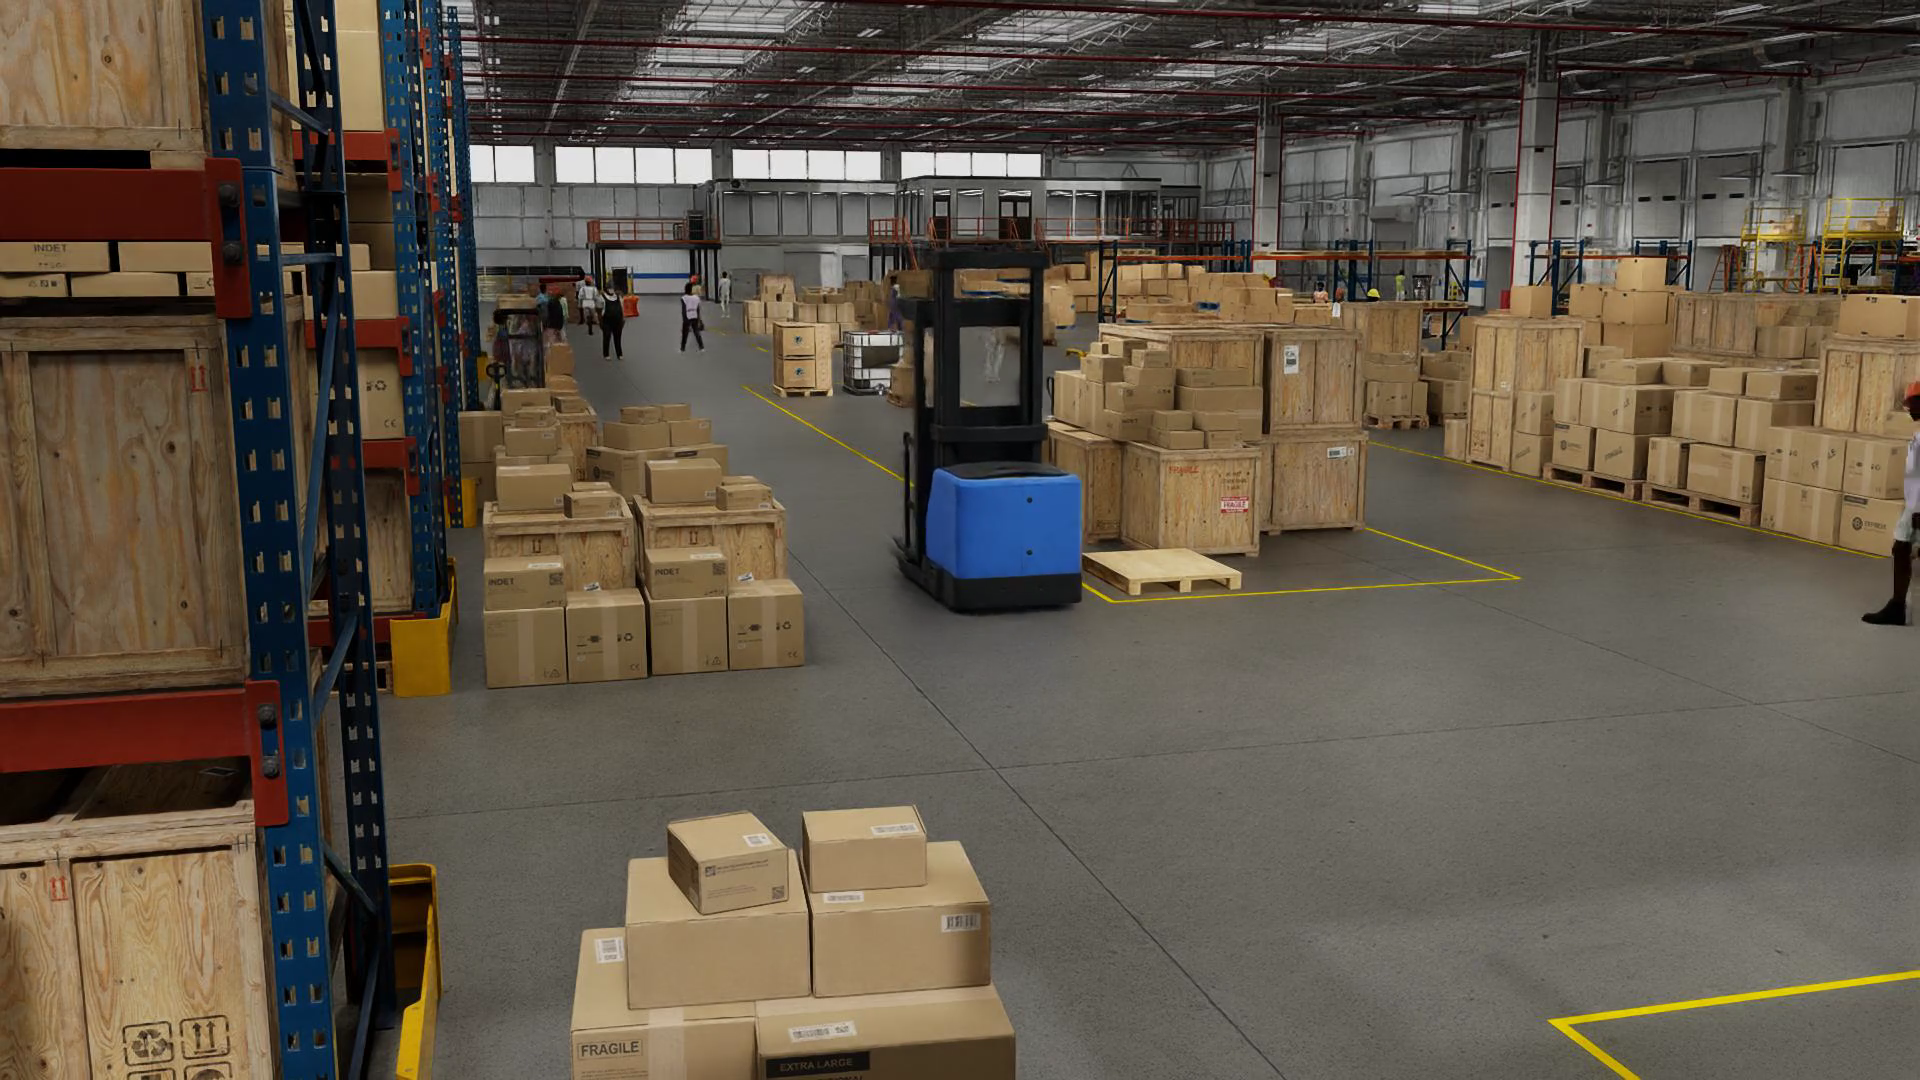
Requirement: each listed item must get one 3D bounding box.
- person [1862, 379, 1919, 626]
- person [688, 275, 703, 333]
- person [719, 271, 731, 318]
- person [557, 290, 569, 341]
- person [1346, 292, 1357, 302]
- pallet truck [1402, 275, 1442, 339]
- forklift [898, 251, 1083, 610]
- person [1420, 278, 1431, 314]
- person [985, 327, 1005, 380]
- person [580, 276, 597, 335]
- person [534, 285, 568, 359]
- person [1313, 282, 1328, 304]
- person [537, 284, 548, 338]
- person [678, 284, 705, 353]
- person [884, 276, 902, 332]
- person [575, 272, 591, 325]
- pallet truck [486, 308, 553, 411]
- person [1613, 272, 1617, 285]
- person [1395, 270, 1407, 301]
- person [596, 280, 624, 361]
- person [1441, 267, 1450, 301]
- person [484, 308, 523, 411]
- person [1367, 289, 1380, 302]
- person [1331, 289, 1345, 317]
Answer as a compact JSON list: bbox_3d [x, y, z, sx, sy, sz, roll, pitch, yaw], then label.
[{"bbox_3d":[7.344,-0.268,12.512,0.802,1.884,0.584,3,10,15],"label":"person"},{"bbox_3d":[-8.856,-7.893,55.592,0.558,1.916,0.671,4,11,21],"label":"person"},{"bbox_3d":[-9.473,-9.883,67.013,0.533,1.864,0.310,-4,11,-22],"label":"person"},{"bbox_3d":[-12.060,-6.778,50.102,0.514,1.617,0.531,3,10,17],"label":"person"},{"bbox_3d":[17.253,-10.867,73.058,0.898,1.695,0.497,-8,13,-37],"label":"person"},{"bbox_3d":[14.620,-7.324,52.145,0.823,1.965,1.885,8,13,40],"label":"pallet truck"},{"bbox_3d":[0.241,-0.960,13.607,1.129,2.768,1.873,-3,10,-15],"label":"forklift"},{"bbox_3d":[15.111,-7.617,54.050,0.387,1.916,0.678,2,10,10],"label":"person"},{"bbox_3d":[0.737,-4.251,35.809,0.428,1.624,0.530,-6,11,-29],"label":"person"},{"bbox_3d":[-12.087,-7.630,54.177,0.541,1.904,0.934,-4,11,-23],"label":"person"},{"bbox_3d":[-9.612,-5.034,39.290,0.885,1.965,0.617,2,10,13],"label":"person"},{"bbox_3d":[11.971,-7.724,55.291,0.535,1.694,0.321,8,13,37],"label":"person"},{"bbox_3d":[-13.139,-7.216,52.416,0.320,1.685,0.557,2,10,9],"label":"person"},{"bbox_3d":[-7.215,-5.945,44.710,0.998,1.874,0.610,10,14,43],"label":"person"},{"bbox_3d":[-2.276,-7.812,55.202,0.797,1.891,0.598,1,10,5],"label":"person"},{"bbox_3d":[-13.753,-8.826,60.740,0.607,1.966,0.367,-8,13,-38],"label":"person"},{"bbox_3d":[-6.242,-2.418,24.362,0.823,1.965,1.885,1,10,3],"label":"pallet truck"},{"bbox_3d":[25.118,-9.355,63.750,0.665,1.961,0.639,4,11,22],"label":"person"},{"bbox_3d":[19.495,-11.012,73.472,0.429,1.844,0.626,-7,12,-36],"label":"person"},{"bbox_3d":[-8.753,-5.520,41.810,0.682,2.000,0.535,-8,13,-37],"label":"person"},{"bbox_3d":[21.964,-11.386,75.291,0.386,1.948,0.604,2,10,11],"label":"person"},{"bbox_3d":[-7.929,-3.072,28.604,0.932,1.800,0.654,-1,10,-7],"label":"person"},{"bbox_3d":[9.230,-4.687,37.456,0.407,1.918,0.584,3,11,19],"label":"person"},{"bbox_3d":[8.848,-4.898,38.760,0.349,1.876,0.576,-6,12,-32],"label":"person"}]
